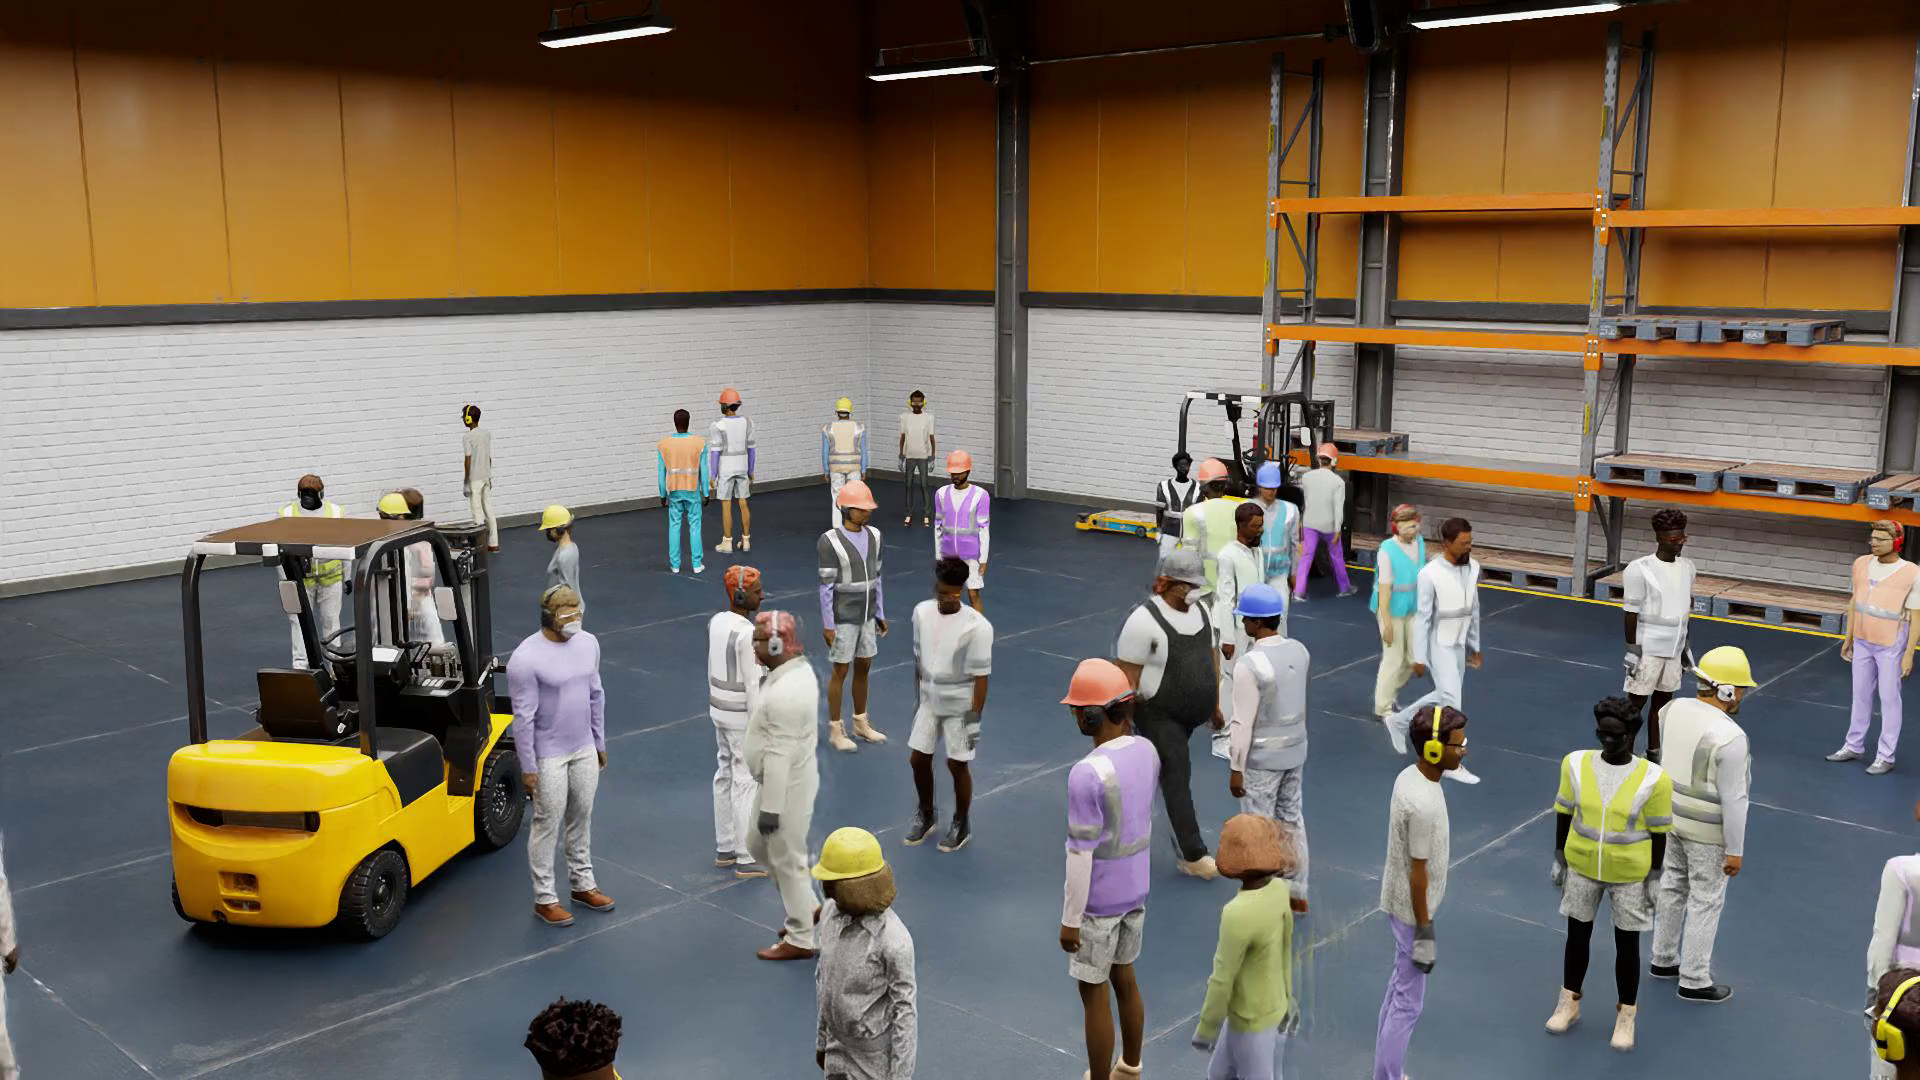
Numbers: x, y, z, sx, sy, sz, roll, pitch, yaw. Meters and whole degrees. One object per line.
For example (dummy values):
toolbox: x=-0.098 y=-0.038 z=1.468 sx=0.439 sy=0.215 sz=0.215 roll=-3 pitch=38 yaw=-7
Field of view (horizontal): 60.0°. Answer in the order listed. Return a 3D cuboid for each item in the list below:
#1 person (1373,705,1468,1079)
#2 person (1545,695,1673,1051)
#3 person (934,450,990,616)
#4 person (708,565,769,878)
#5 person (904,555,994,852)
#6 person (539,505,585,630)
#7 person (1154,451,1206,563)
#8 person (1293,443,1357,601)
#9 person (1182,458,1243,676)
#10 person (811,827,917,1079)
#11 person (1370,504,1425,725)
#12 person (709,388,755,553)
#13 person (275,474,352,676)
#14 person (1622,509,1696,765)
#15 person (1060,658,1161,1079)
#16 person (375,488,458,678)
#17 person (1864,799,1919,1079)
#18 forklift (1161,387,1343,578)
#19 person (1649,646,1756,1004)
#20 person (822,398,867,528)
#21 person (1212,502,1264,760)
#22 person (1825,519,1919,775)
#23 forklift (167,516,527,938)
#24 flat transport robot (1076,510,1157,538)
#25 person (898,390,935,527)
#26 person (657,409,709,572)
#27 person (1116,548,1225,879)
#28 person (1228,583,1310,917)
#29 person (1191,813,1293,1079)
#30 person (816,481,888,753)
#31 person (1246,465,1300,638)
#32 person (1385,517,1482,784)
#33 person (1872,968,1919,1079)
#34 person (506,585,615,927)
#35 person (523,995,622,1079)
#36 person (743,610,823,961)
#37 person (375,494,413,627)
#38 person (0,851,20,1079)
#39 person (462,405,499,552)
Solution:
person: x=1.966 y=1.604 z=7.141 sx=0.329 sy=1.862 sz=0.512 roll=2 pitch=10 yaw=13
person: x=3.059 y=1.556 z=7.864 sx=0.539 sy=1.695 sz=0.317 roll=7 pitch=12 yaw=36
person: x=0.007 y=0.124 z=15.361 sx=0.544 sy=1.930 sz=0.388 roll=4 pitch=11 yaw=22
person: x=-1.321 y=1.084 z=10.022 sx=0.361 sy=1.882 sz=0.575 roll=-6 pitch=12 yaw=-31
person: x=-0.060 y=1.017 z=10.291 sx=0.659 sy=1.920 sz=0.502 roll=8 pitch=13 yaw=37
person: x=-3.135 y=0.594 z=13.165 sx=0.325 sy=1.762 sz=0.524 roll=-2 pitch=10 yaw=-9
person: x=2.266 y=-0.058 z=17.100 sx=0.554 sy=1.694 sz=0.366 roll=1 pitch=10 yaw=4
person: x=3.897 y=-0.193 z=17.833 sx=0.562 sy=1.699 sz=0.932 roll=9 pitch=13 yaw=41
person: x=2.120 y=0.326 z=13.955 sx=0.609 sy=2.023 sz=0.536 roll=-2 pitch=10 yaw=-11
person: x=-0.363 y=1.863 z=5.990 sx=0.324 sy=1.740 sz=0.492 roll=-9 pitch=13 yaw=-41
person: x=3.416 y=0.596 z=13.019 sx=0.603 sy=1.804 sz=0.454 roll=-9 pitch=14 yaw=-43
person: x=-2.830 y=-0.859 z=20.615 sx=0.615 sy=2.047 sz=0.358 roll=-7 pitch=12 yaw=-35
person: x=-5.572 y=0.342 z=14.377 sx=0.619 sy=1.840 sz=0.430 roll=-5 pitch=11 yaw=-27
person: x=4.913 y=0.748 z=11.695 sx=0.603 sy=1.967 sz=0.366 roll=-4 pitch=11 yaw=-23
person: x=0.611 y=1.511 z=7.181 sx=0.411 sy=2.032 sz=0.611 roll=7 pitch=12 yaw=35
person: x=-4.685 y=0.436 z=14.009 sx=0.974 sy=1.784 sz=0.652 roll=1 pitch=10 yaw=4
person: x=3.889 y=1.800 z=6.681 sx=0.530 sy=1.609 sz=0.583 roll=2 pitch=10 yaw=10
forklift: x=3.298 y=-0.608 z=18.767 sx=1.214 sy=2.155 sz=2.313 roll=9 pitch=13 yaw=42
person: x=3.718 y=1.417 z=8.318 sx=0.403 sy=1.819 sz=0.603 roll=-2 pitch=10 yaw=-12
person: x=-1.501 y=-0.937 z=21.666 sx=0.592 sy=1.834 sz=0.404 roll=-1 pitch=10 yaw=-4
person: x=2.058 y=0.661 z=12.334 sx=0.371 sy=1.915 sz=0.597 roll=6 pitch=11 yaw=30
person: x=6.634 y=0.759 z=11.971 sx=0.394 sy=1.847 sz=0.563 roll=-4 pitch=11 yaw=-20
forklift: x=-3.583 y=0.976 z=9.748 sx=1.214 sy=2.155 sz=2.313 roll=2 pitch=10 yaw=11
flat transport robot: x=2.307 y=-0.222 z=22.045 sx=1.431 sy=0.197 sz=0.652 roll=8 pitch=13 yaw=39
person: x=-0.591 y=-1.107 z=22.571 sx=0.507 sy=1.859 sz=0.314 roll=2 pitch=10 yaw=10
person: x=-3.210 y=-0.564 z=19.335 sx=0.587 sy=1.911 sz=0.397 roll=0 pitch=10 yaw=-1
person: x=1.289 y=0.970 z=10.220 sx=1.057 sy=2.000 sz=0.682 roll=10 pitch=14 yaw=43
person: x=1.695 y=1.195 z=9.274 sx=0.622 sy=1.934 sz=0.437 roll=-9 pitch=14 yaw=-43
person: x=1.192 y=1.853 z=6.455 sx=0.736 sy=1.600 sz=0.493 roll=4 pitch=11 yaw=21
person: x=-0.783 y=0.568 z=12.512 sx=0.381 sy=2.042 sz=0.610 roll=9 pitch=14 yaw=43
person: x=2.650 y=0.303 z=14.404 sx=0.632 sy=1.895 sz=0.984 roll=0 pitch=10 yaw=1
person: x=3.424 y=0.748 z=11.925 sx=0.592 sy=1.889 sz=0.798 roll=-9 pitch=13 yaw=-41
person: x=2.530 y=2.066 z=4.507 sx=0.512 sy=1.862 sz=0.322 roll=-2 pitch=10 yaw=-9
person: x=-2.228 y=1.191 z=9.299 sx=0.388 sy=1.929 sz=0.632 roll=7 pitch=12 yaw=33
person: x=-0.932 y=2.073 z=4.154 sx=0.604 sy=1.966 sz=0.367 roll=-10 pitch=14 yaw=-44
person: x=-0.953 y=1.303 z=8.765 sx=0.431 sy=1.892 sz=0.646 roll=-1 pitch=10 yaw=-6
person: x=-4.639 y=0.494 z=13.718 sx=0.316 sy=1.766 sz=0.532 roll=-8 pitch=13 yaw=-38
person: x=-4.190 y=1.718 z=6.865 sx=0.499 sy=1.722 sz=0.384 roll=-4 pitch=11 yaw=-21
person: x=-5.931 y=-0.731 z=20.438 sx=0.328 sy=1.861 sz=0.509 roll=3 pitch=11 yaw=19
